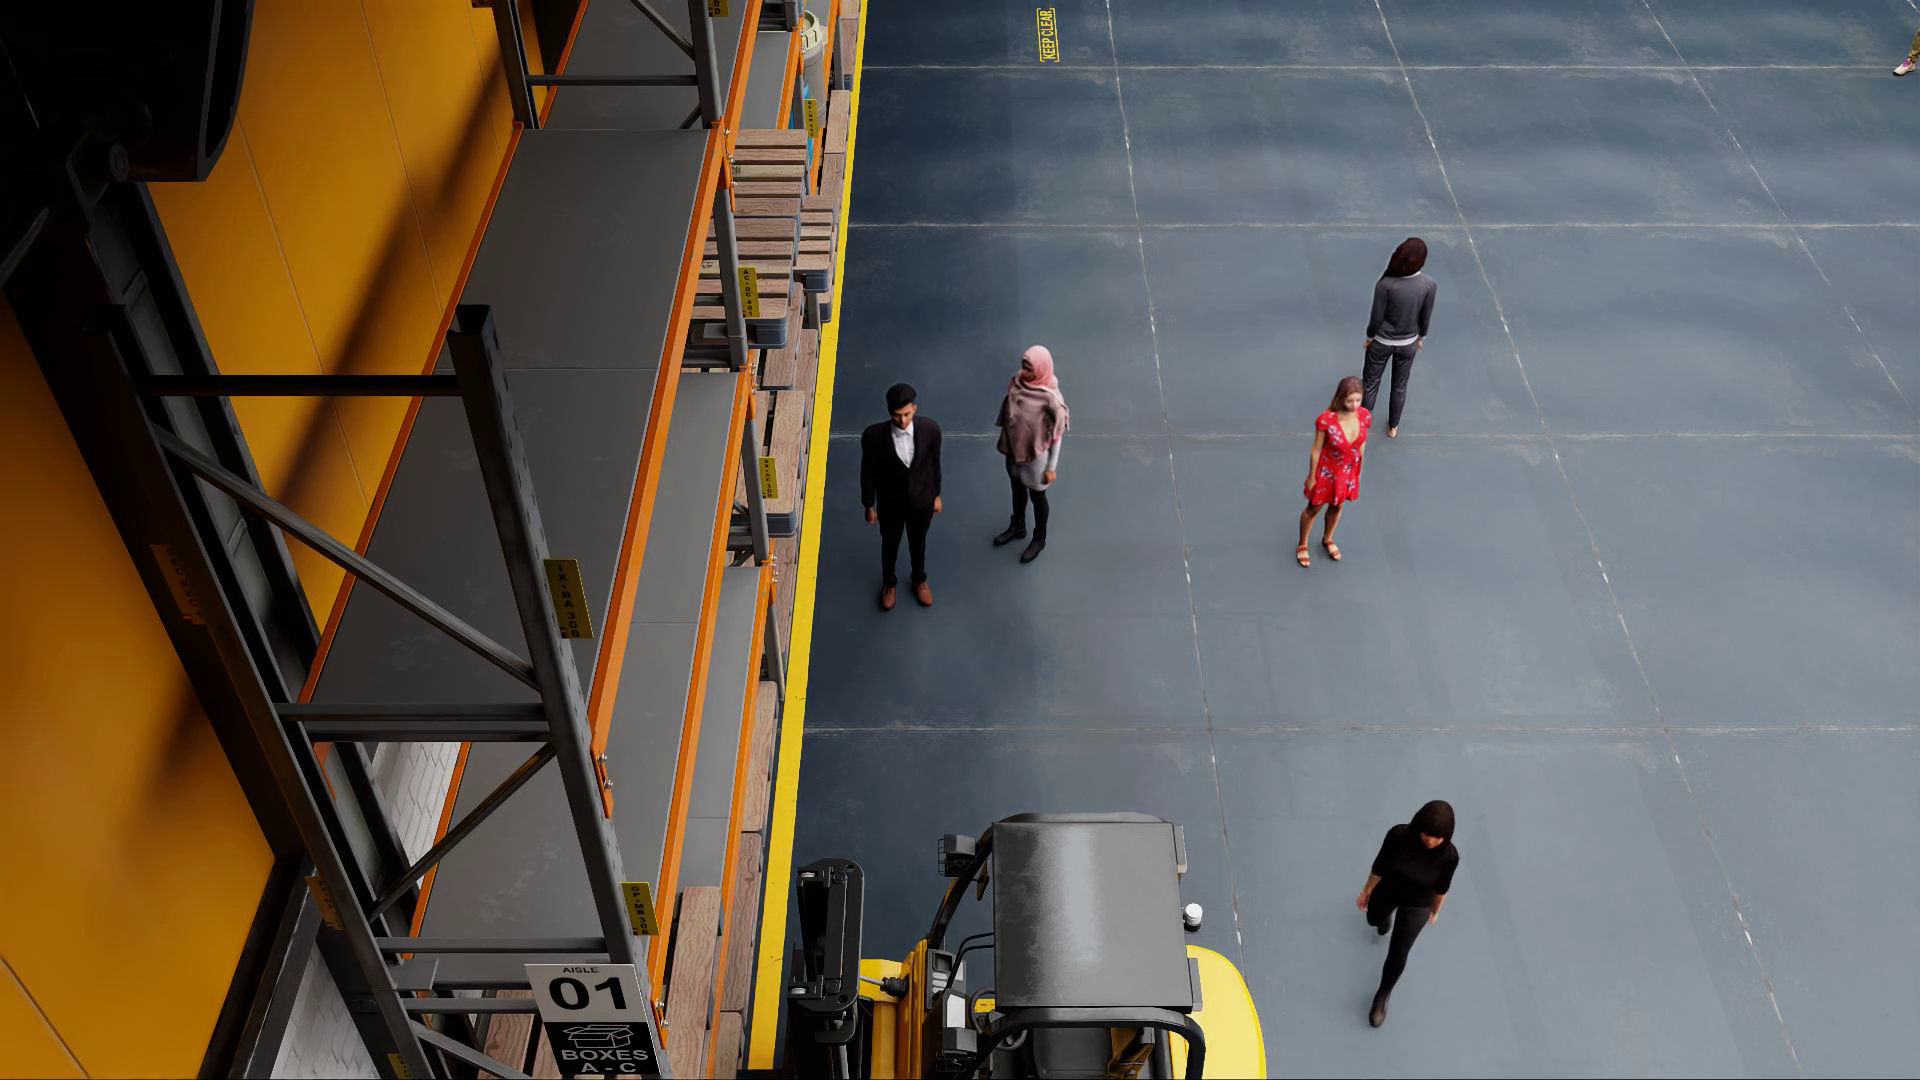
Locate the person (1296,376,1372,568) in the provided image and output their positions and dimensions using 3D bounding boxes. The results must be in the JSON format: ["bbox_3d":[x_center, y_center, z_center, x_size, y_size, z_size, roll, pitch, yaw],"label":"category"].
[{"bbox_3d":[2.610,-0.492,11.603,0.622,1.593,0.616,-10,45,-10],"label":"person"}]

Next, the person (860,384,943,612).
[{"bbox_3d":[-0.371,-0.304,11.196,0.746,1.882,0.623,-8,44,-8],"label":"person"}]

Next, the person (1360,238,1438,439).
[{"bbox_3d":[3.279,-1.513,12.548,0.607,1.768,0.501,0,44,0],"label":"person"}]

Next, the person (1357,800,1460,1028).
[{"bbox_3d":[2.421,1.892,9.078,0.891,1.623,1.068,21,47,20],"label":"person"}]

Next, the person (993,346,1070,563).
[{"bbox_3d":[0.493,-0.611,11.575,0.787,1.803,0.722,-33,53,-30],"label":"person"}]
